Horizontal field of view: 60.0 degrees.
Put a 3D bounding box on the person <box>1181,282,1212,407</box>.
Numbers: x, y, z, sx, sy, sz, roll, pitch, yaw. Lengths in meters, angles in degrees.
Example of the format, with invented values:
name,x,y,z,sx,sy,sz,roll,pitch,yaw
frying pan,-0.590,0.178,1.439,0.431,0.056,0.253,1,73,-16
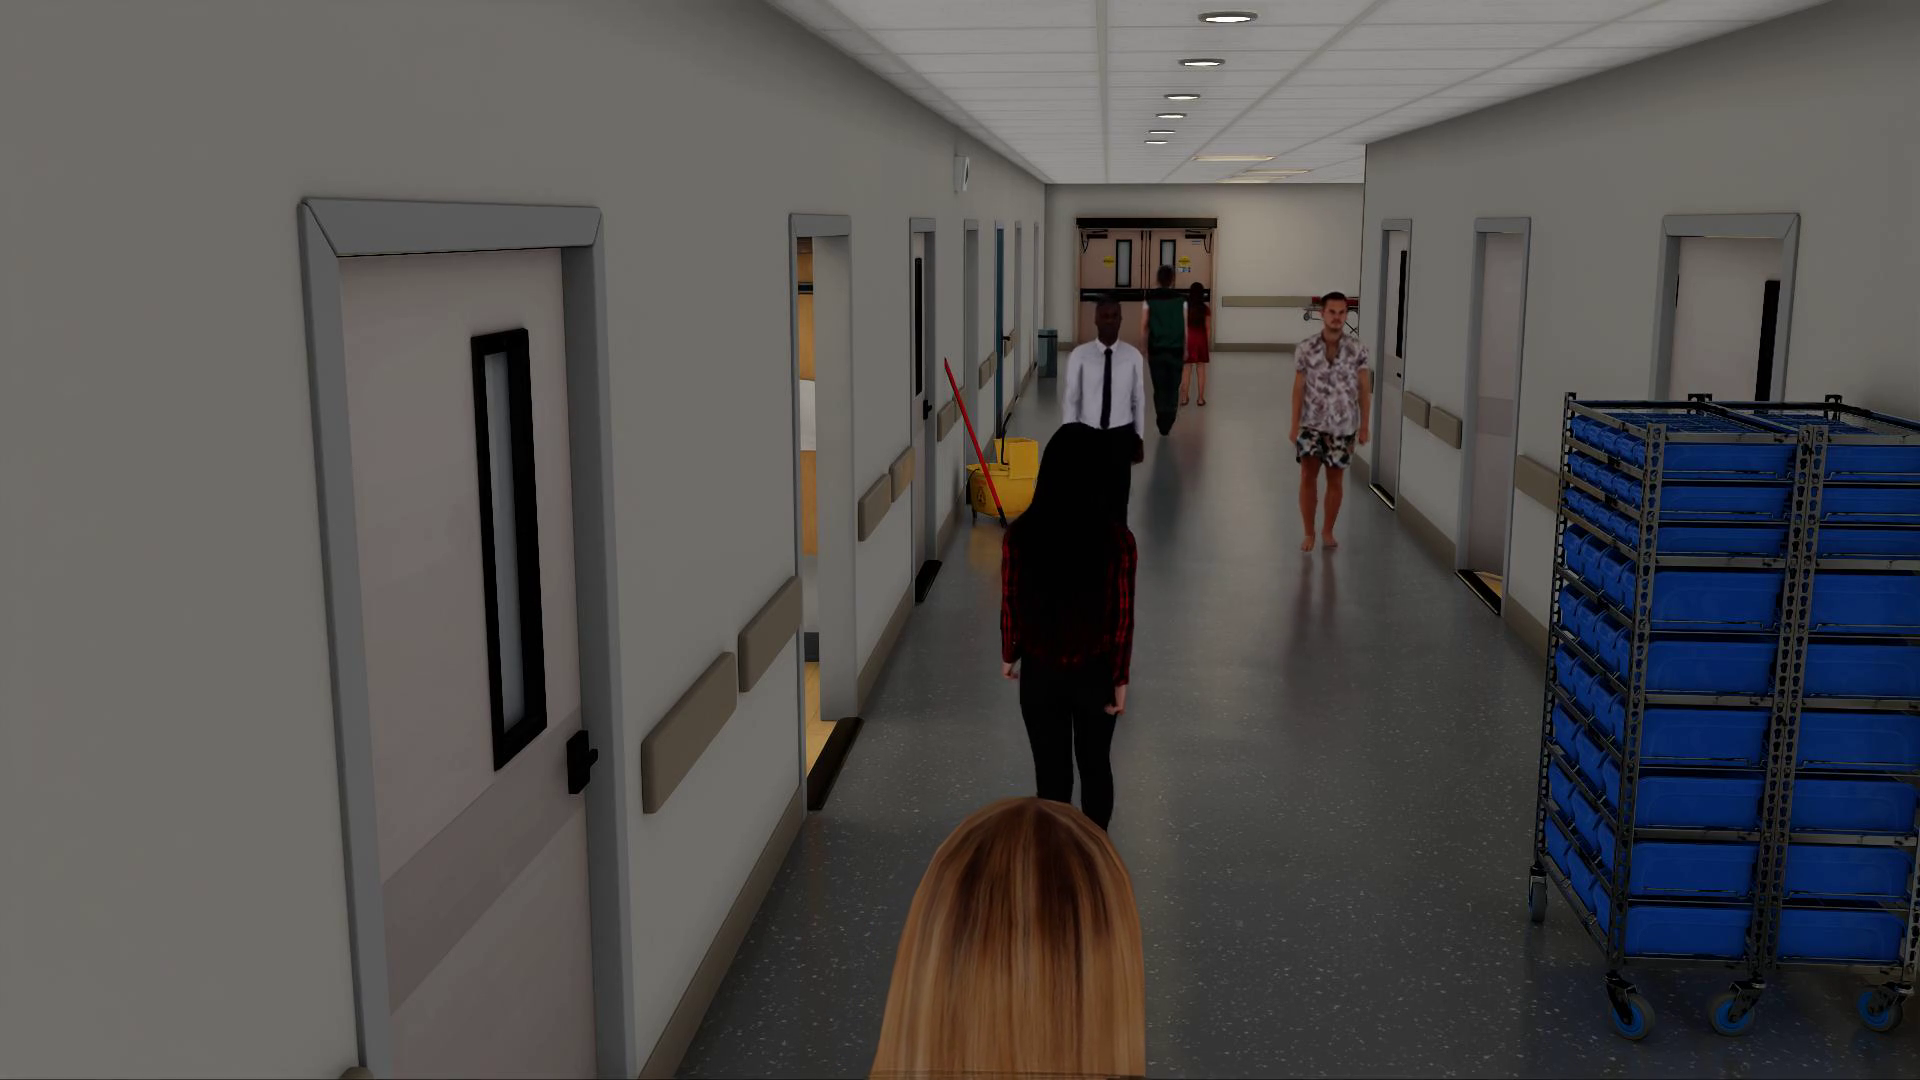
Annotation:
name,x,y,z,sx,sy,sz,roll,pitch,yaw
person,2.983,-2.498,21.138,0.540,1.550,0.599,1,11,7

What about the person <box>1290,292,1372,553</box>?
name,x,y,z,sx,sy,sz,roll,pitch,yaw
person,2.592,-0.839,11.761,0.704,1.794,0.758,2,11,8

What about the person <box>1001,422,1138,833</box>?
name,x,y,z,sx,sy,sz,roll,pitch,yaw
person,0.336,0.474,5.268,0.601,1.635,0.872,1,11,5

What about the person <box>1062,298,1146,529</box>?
name,x,y,z,sx,sy,sz,roll,pitch,yaw
person,0.888,-0.566,10.365,0.694,1.779,1.305,0,11,2

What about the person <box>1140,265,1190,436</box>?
name,x,y,z,sx,sy,sz,roll,pitch,yaw
person,2.218,-2.019,17.936,0.668,1.807,1.024,1,11,4
